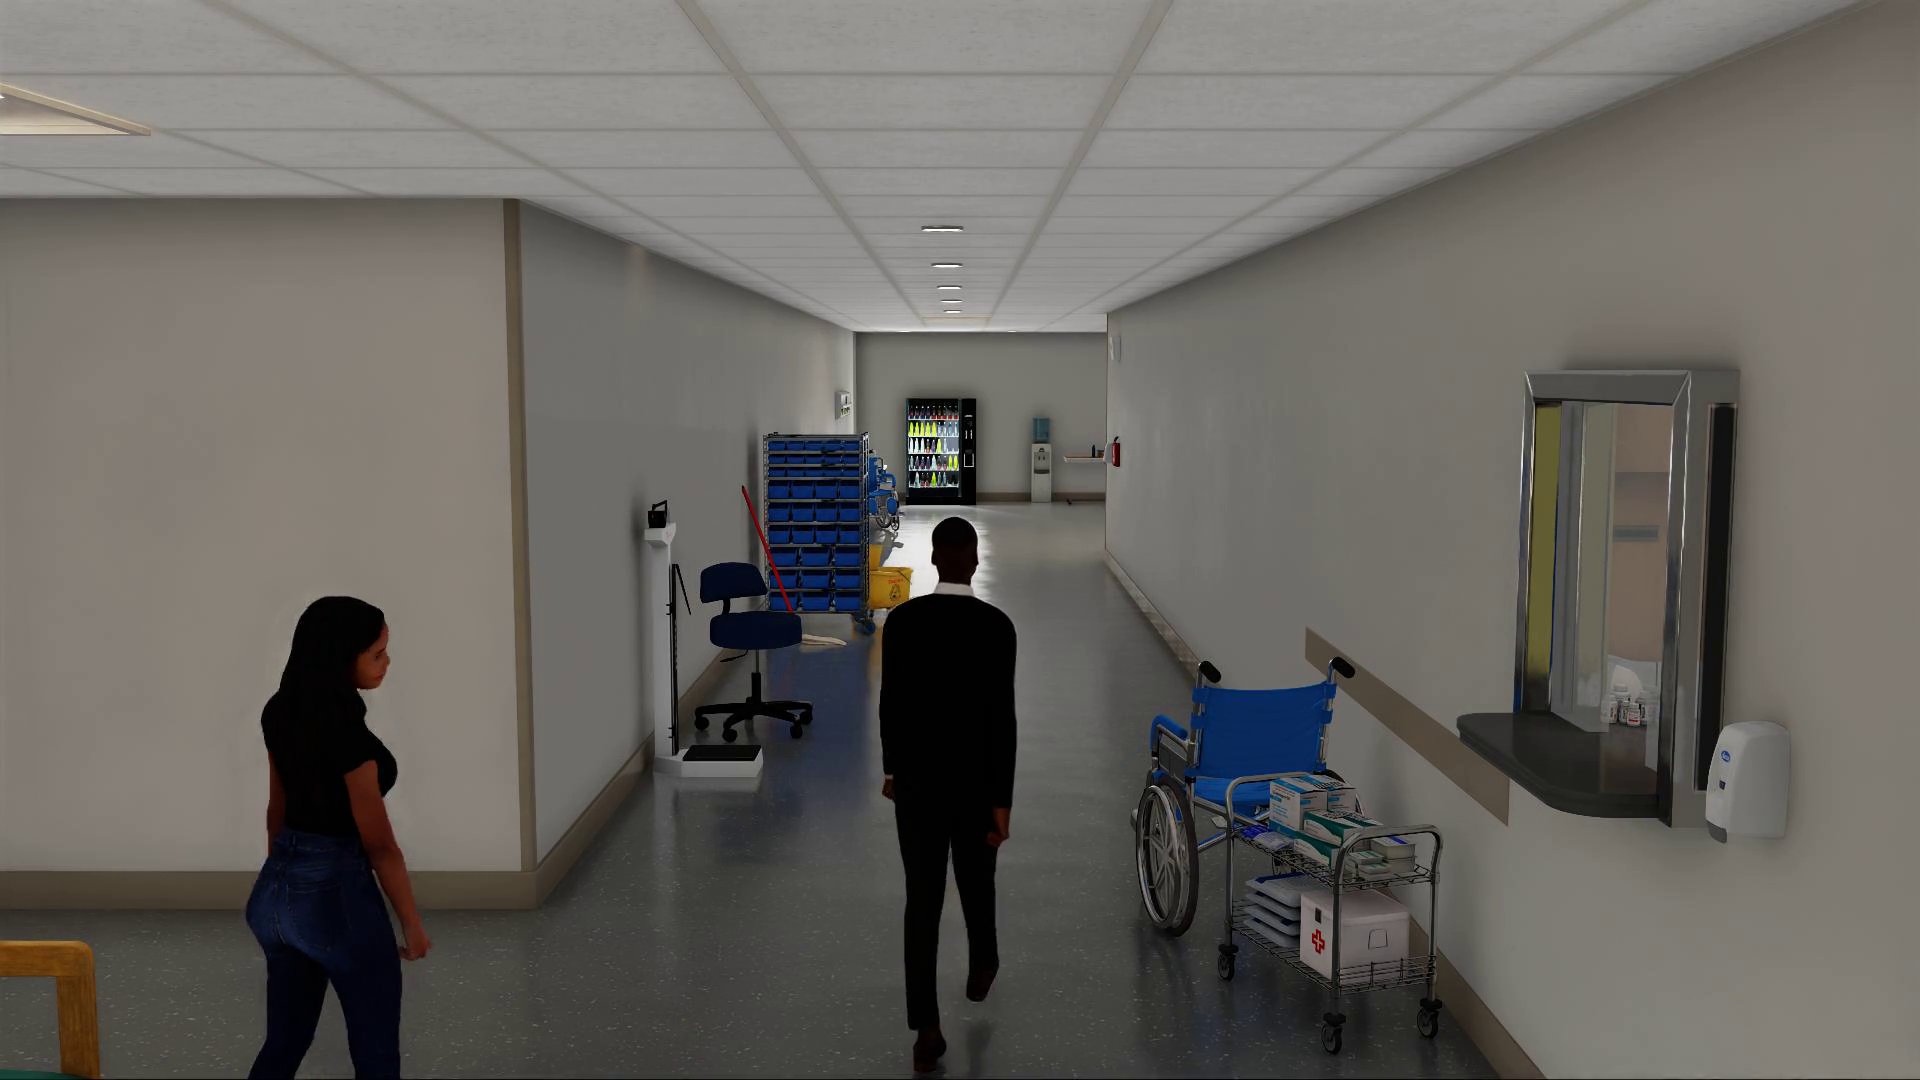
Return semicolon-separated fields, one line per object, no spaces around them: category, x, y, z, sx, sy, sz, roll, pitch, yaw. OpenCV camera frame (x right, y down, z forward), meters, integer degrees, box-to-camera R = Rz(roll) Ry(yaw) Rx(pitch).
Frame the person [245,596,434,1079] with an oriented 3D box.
person;-1.601;1.006;4.207;0.732;1.705;0.849;2;6;19

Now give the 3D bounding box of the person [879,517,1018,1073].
person;-0.065;0.848;5.463;1.105;1.768;0.830;1;6;7
